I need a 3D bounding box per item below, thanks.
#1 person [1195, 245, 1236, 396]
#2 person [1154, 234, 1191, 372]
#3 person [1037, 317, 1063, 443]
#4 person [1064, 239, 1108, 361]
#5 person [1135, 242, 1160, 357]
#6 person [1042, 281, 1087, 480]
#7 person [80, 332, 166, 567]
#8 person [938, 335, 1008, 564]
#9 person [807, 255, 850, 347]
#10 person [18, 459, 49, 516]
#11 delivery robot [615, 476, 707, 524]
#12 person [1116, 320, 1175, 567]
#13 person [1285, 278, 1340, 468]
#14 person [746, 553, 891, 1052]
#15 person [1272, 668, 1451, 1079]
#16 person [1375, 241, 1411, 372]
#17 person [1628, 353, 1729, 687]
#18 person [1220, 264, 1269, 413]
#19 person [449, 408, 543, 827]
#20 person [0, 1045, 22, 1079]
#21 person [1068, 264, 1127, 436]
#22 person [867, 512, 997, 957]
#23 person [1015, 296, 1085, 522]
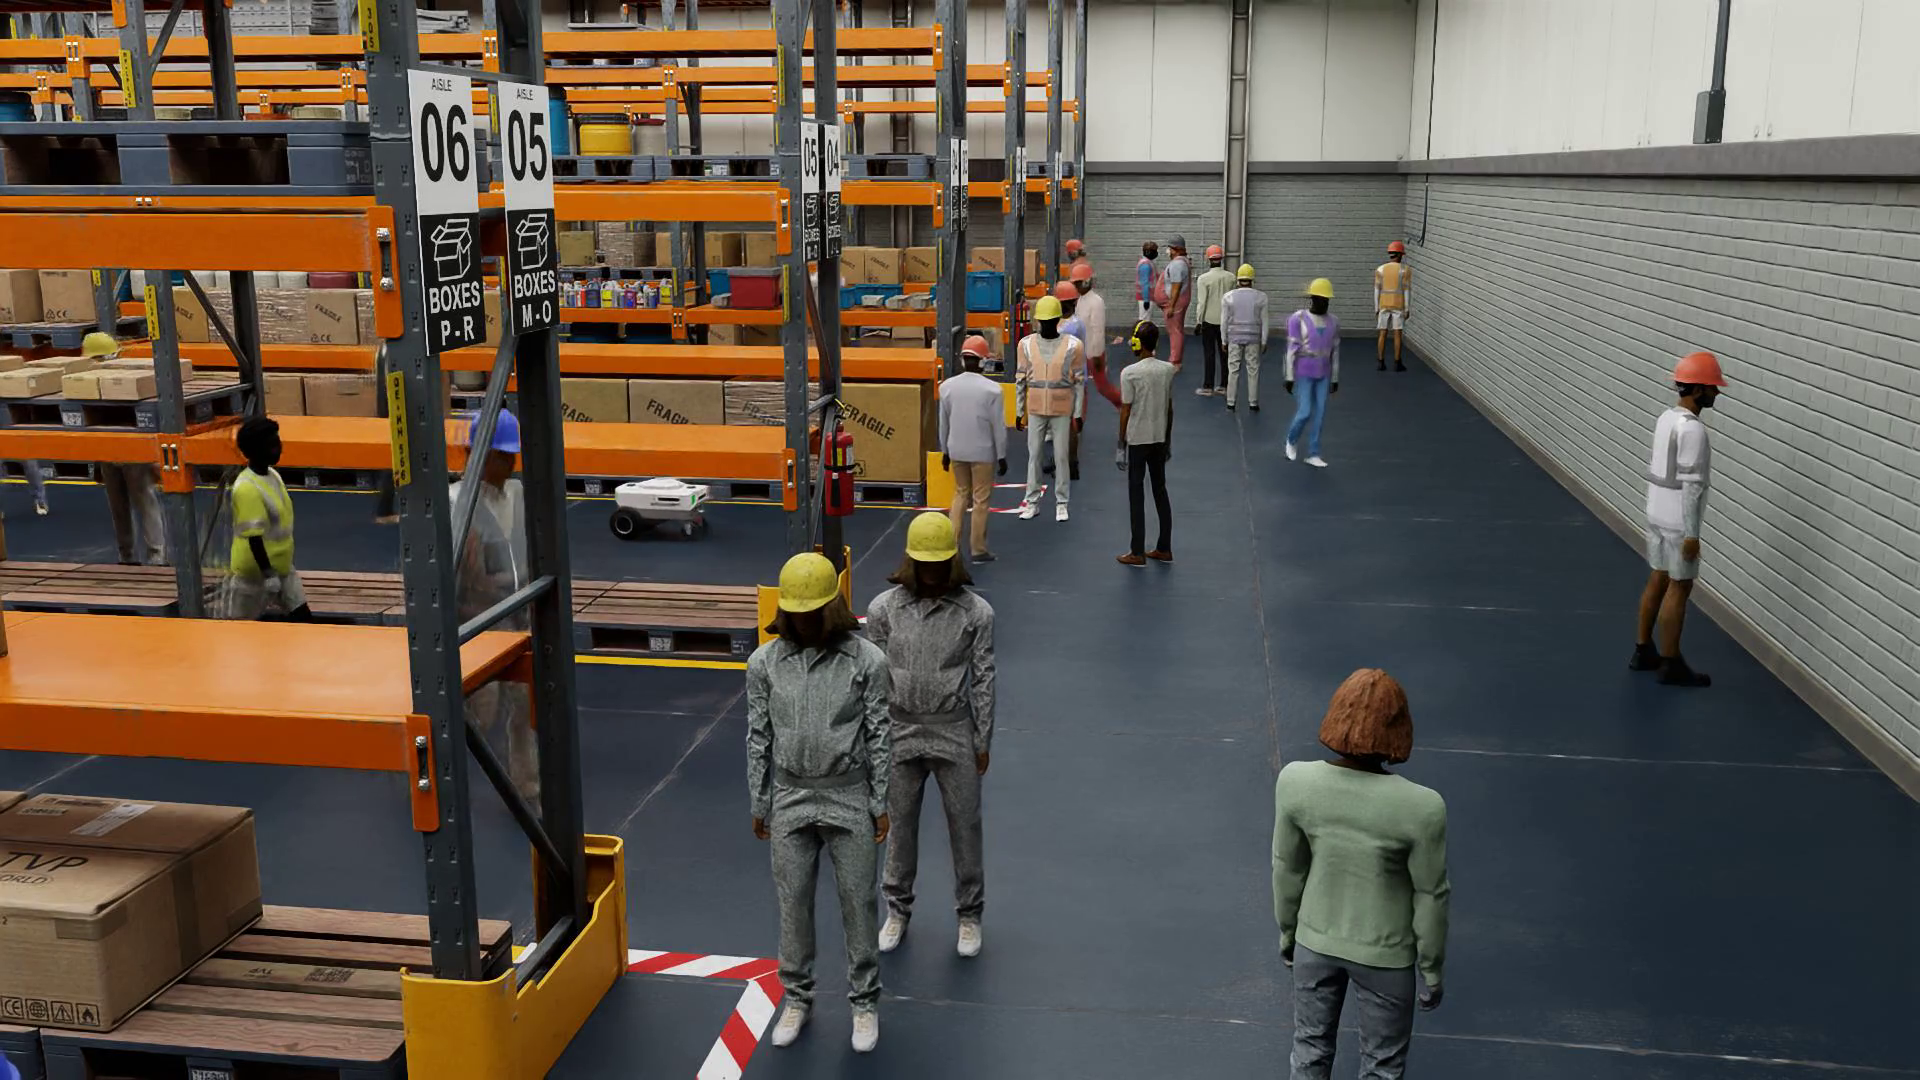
[{"bbox_3d":[3.388,-2.919,22.162,0.613,1.991,0.392,-6,14,-27],"label":"person"},{"bbox_3d":[3.169,-3.543,24.867,0.537,2.000,0.682,4,13,16],"label":"person"},{"bbox_3d":[1.032,-1.850,18.159,0.318,1.631,0.524,-11,17,-42],"label":"person"},{"bbox_3d":[1.912,-3.668,25.693,1.004,1.940,0.637,9,15,34],"label":"person"},{"bbox_3d":[3.045,-3.899,26.927,0.429,1.843,0.627,2,13,9],"label":"person"},{"bbox_3d":[1.003,-1.545,16.131,0.449,1.916,0.545,0,12,2],"label":"person"},{"bbox_3d":[-6.081,-0.595,12.117,0.655,1.814,0.406,5,14,23],"label":"person"},{"bbox_3d":[0.112,-0.679,12.627,0.569,1.742,0.361,7,15,30],"label":"person"},{"bbox_3d":[-1.796,-3.064,23.147,1.058,1.838,0.659,9,15,34],"label":"person"},{"bbox_3d":[-8.170,-0.989,14.097,0.640,1.692,0.893,2,13,9],"label":"person"},{"bbox_3d":[-2.432,-0.338,13.566,0.707,0.478,0.477,2,13,10],"label":"delivery robot"},{"bbox_3d":[1.405,-0.725,12.576,0.510,1.859,0.332,-7,15,-30],"label":"person"},{"bbox_3d":[3.555,-1.685,16.775,0.605,1.908,0.458,-5,13,-21],"label":"person"},{"bbox_3d":[-0.476,0.883,5.593,0.490,1.731,0.320,1,13,4],"label":"person"},{"bbox_3d":[1.104,1.147,4.622,0.500,1.633,0.282,8,15,33],"label":"person"},{"bbox_3d":[6.468,-3.484,24.856,0.542,1.930,0.374,8,15,31],"label":"person"},{"bbox_3d":[4.209,-0.116,9.683,0.445,1.928,0.554,1,13,4],"label":"person"},{"bbox_3d":[3.516,-2.485,20.556,0.591,1.837,0.403,3,13,13],"label":"person"},{"bbox_3d":[-2.152,0.347,7.550,0.652,1.929,0.612,9,15,35],"label":"person"},{"bbox_3d":[-1.304,1.513,2.277,0.603,1.938,0.401,3,13,15],"label":"person"},{"bbox_3d":[1.548,-2.134,18.740,0.959,1.949,0.630,-5,13,-20],"label":"person"},{"bbox_3d":[-0.106,0.738,6.255,0.483,1.737,0.353,1,13,6],"label":"person"},{"bbox_3d":[0.757,-1.112,14.153,0.595,1.923,0.372,3,13,13],"label":"person"}]
